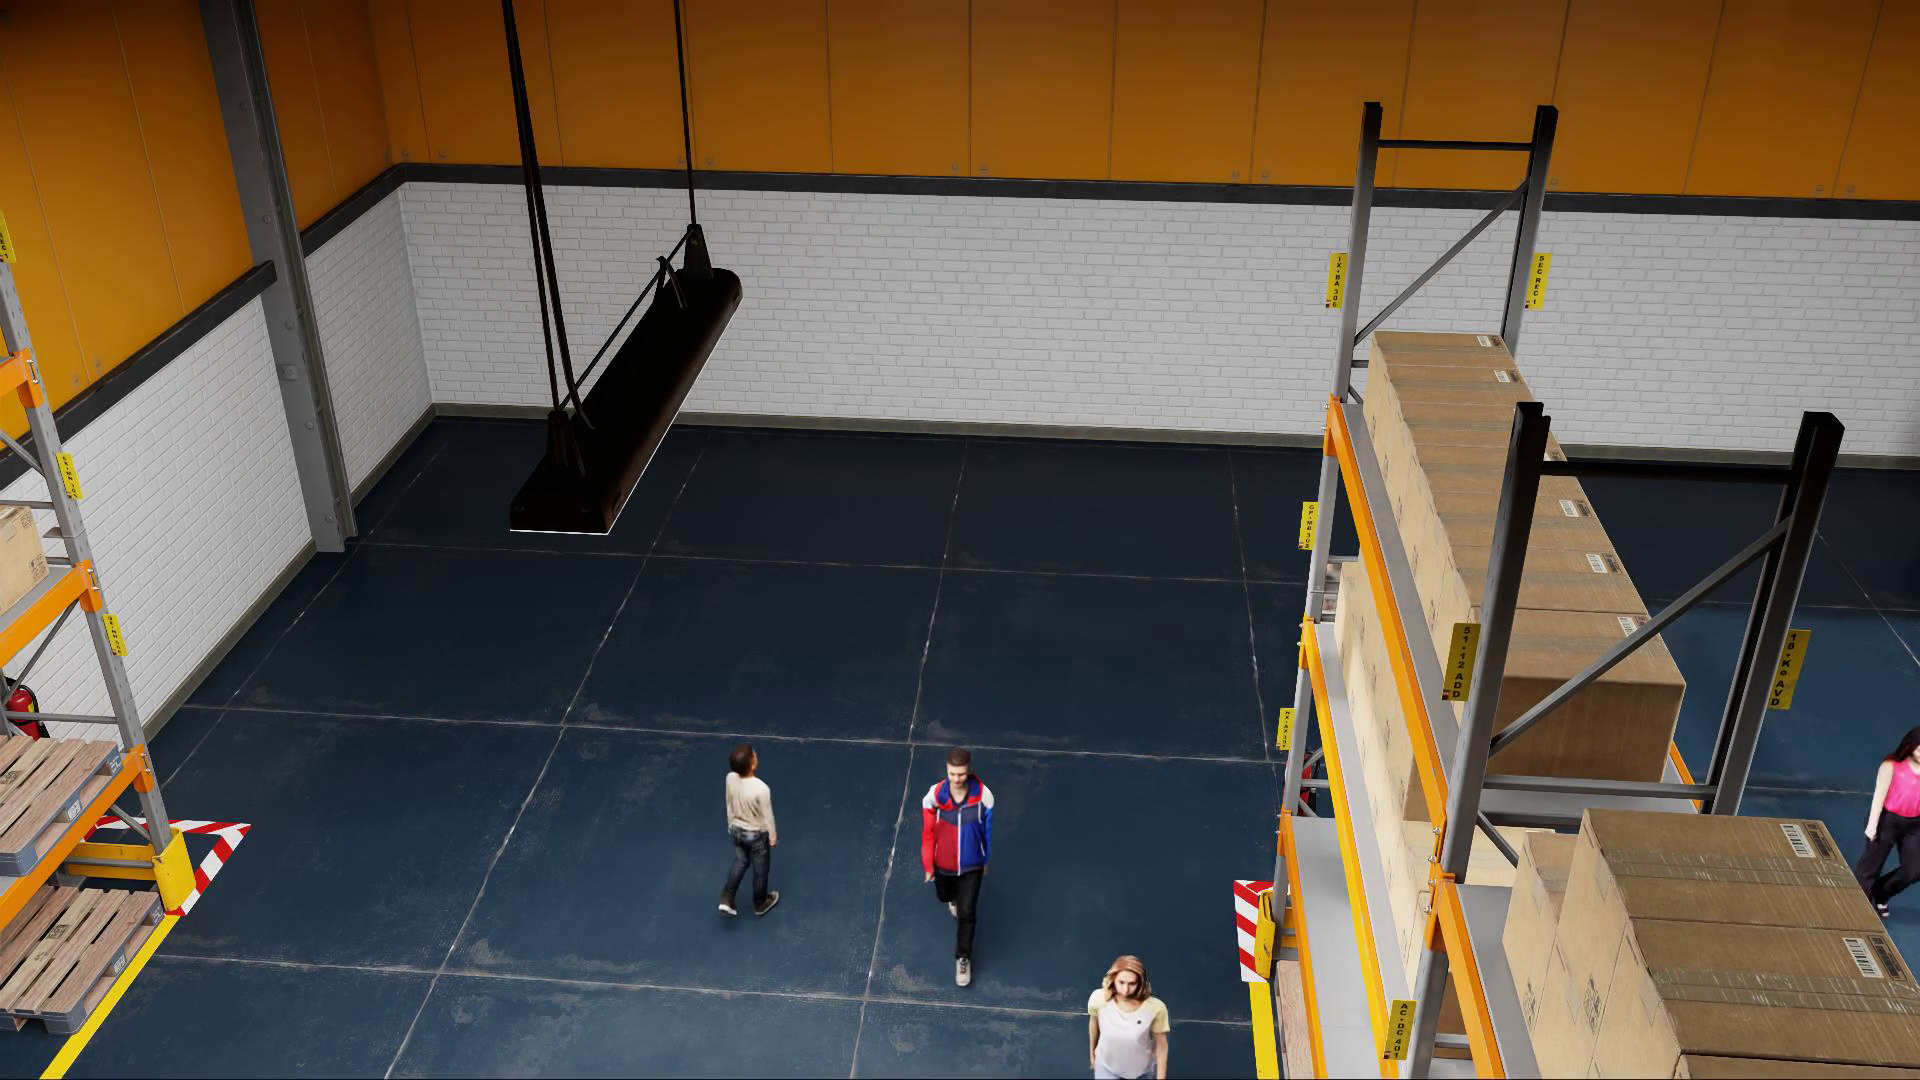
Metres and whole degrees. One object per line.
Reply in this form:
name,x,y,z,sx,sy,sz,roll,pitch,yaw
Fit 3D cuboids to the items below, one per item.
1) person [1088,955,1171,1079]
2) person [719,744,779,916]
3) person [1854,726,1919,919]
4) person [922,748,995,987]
person,0.984,3.056,9.805,0.678,1.666,1.192,4,29,8
person,-1.527,2.105,11.771,0.715,1.455,0.837,16,32,26
person,6.594,1.986,11.786,0.599,1.648,0.613,0,29,1
person,-0.005,2.133,11.433,0.657,1.728,1.083,1,29,3
